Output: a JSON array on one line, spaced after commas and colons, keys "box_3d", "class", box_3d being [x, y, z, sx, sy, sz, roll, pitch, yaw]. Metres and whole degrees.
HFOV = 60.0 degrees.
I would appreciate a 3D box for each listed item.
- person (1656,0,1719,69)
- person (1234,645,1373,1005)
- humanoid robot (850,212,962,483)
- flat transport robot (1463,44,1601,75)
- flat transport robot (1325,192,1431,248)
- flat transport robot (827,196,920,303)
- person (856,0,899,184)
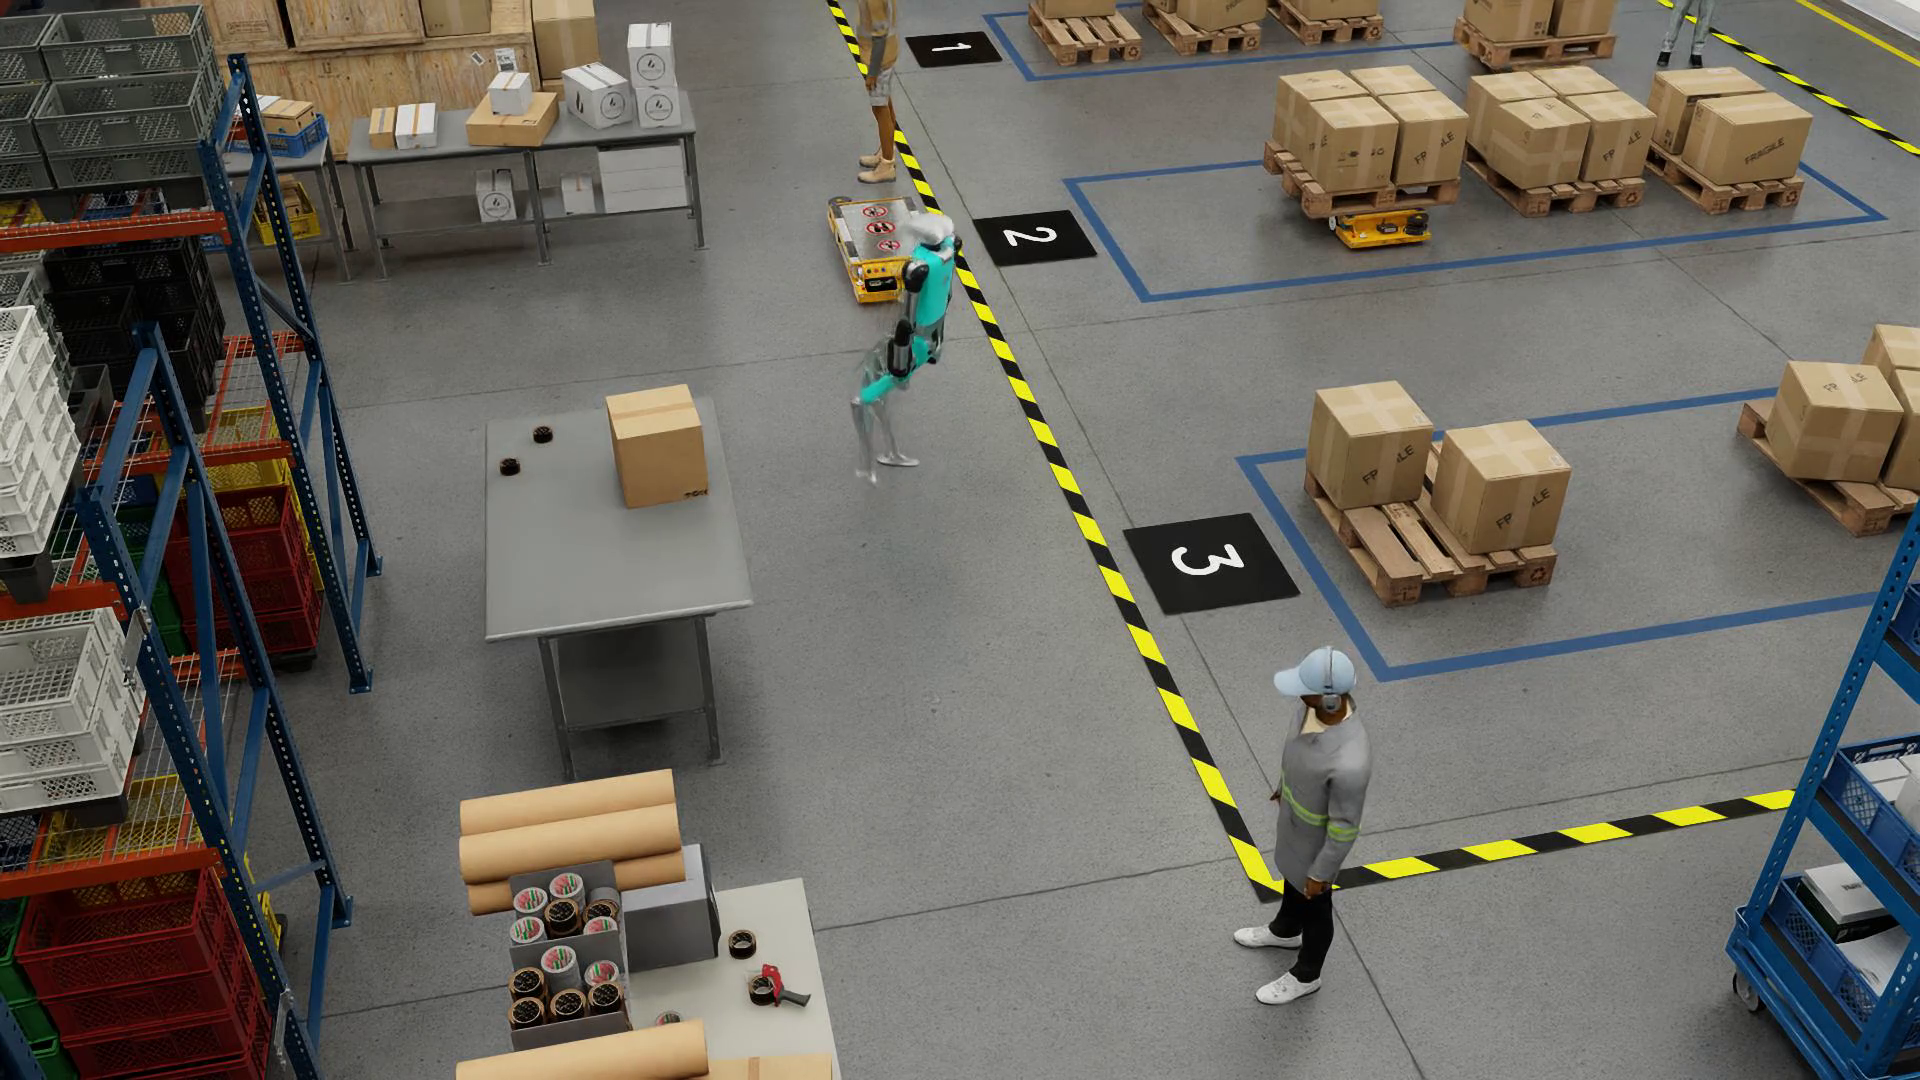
[{"box_3d": [6.879, -5.267, 15.322, 0.598, 1.830, 0.403, 9, 38, 12], "class": "person"}, {"box_3d": [1.379, 1.144, 6.693, 0.396, 1.847, 0.587, -4, 37, -5], "class": "person"}, {"box_3d": [-0.411, -1.139, 9.879, 0.795, 1.791, 0.565, 18, 40, 22], "class": "humanoid robot"}, {"box_3d": [5.343, -4.485, 15.559, 0.652, 0.197, 1.431, -8, 37, -10], "class": "flat transport robot"}, {"box_3d": [3.134, -2.740, 13.213, 0.652, 0.197, 1.431, -8, 37, -10], "class": "flat transport robot"}, {"box_3d": [-0.570, -2.220, 12.538, 0.659, 0.231, 1.431, -8, 37, -10], "class": "flat transport robot"}, {"box_3d": [-0.672, -3.852, 13.244, 0.366, 2.048, 0.606, 1, 37, 2], "class": "person"}]
